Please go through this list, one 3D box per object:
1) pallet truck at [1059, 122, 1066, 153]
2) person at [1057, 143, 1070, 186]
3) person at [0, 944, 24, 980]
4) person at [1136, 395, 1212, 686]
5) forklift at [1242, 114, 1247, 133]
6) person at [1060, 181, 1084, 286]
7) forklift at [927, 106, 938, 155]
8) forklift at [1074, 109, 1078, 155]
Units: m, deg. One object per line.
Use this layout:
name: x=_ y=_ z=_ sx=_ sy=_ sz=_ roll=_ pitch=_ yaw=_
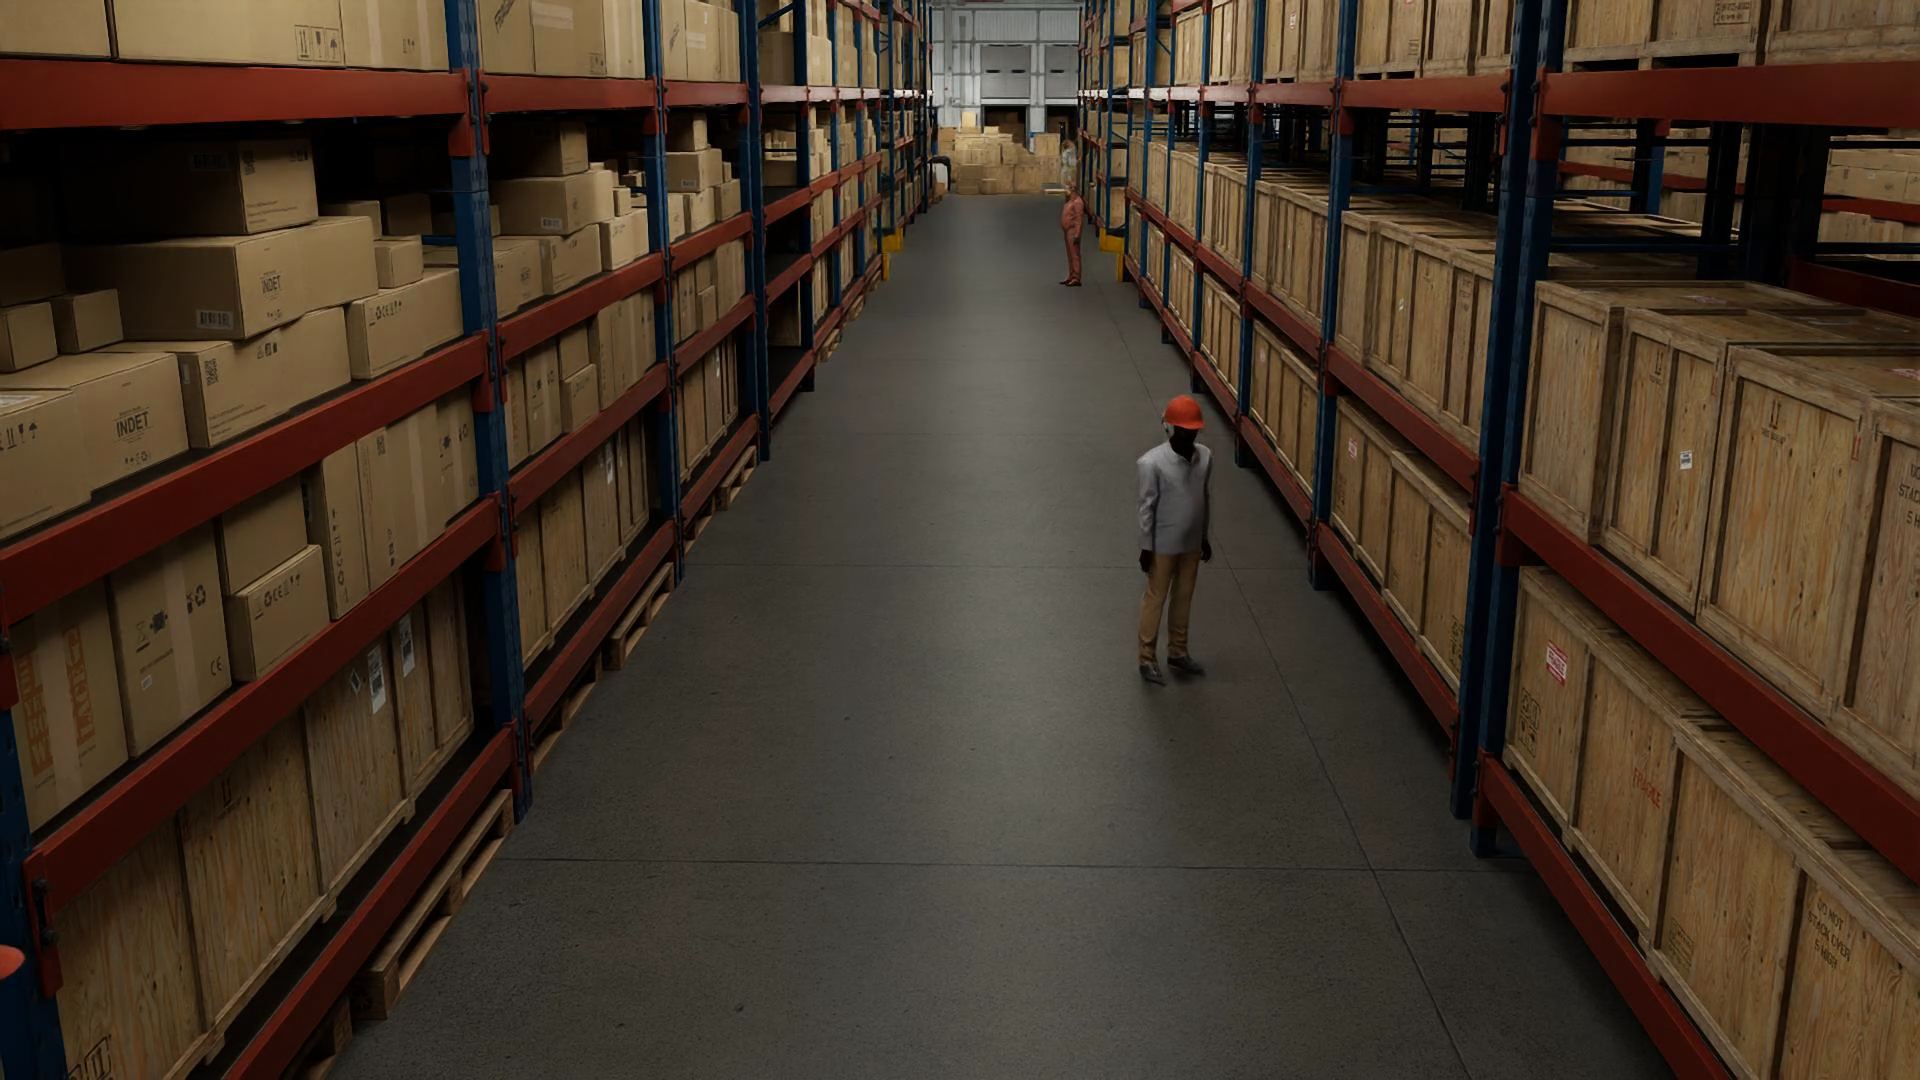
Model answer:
pallet truck: x=5.788 y=-21.111 z=88.014 sx=1.885 sy=1.965 sz=0.823 roll=5 pitch=16 yaw=18
person: x=3.944 y=-14.376 z=63.669 sx=0.711 sy=1.609 sz=0.551 roll=-3 pitch=15 yaw=-12
person: x=-1.972 y=1.648 z=3.335 sx=0.612 sy=1.995 sz=0.392 roll=9 pitch=17 yaw=30
person: x=1.305 y=-0.007 z=9.956 sx=0.573 sy=1.748 sz=0.342 roll=-11 pitch=18 yaw=-34
forklift: x=9.945 y=-13.322 z=57.357 sx=1.873 sy=2.768 sz=1.129 roll=-8 pitch=17 yaw=-27
person: x=2.045 y=-5.623 z=30.560 sx=0.401 sy=1.907 sz=0.646 roll=-3 pitch=15 yaw=-11
forklift: x=-1.526 y=-20.314 z=83.372 sx=1.129 sy=2.768 sz=1.873 roll=-14 pitch=20 yaw=-41
forklift: x=5.346 y=-17.067 z=71.294 sx=1.129 sy=2.768 sz=1.873 roll=9 pitch=17 yaw=29
